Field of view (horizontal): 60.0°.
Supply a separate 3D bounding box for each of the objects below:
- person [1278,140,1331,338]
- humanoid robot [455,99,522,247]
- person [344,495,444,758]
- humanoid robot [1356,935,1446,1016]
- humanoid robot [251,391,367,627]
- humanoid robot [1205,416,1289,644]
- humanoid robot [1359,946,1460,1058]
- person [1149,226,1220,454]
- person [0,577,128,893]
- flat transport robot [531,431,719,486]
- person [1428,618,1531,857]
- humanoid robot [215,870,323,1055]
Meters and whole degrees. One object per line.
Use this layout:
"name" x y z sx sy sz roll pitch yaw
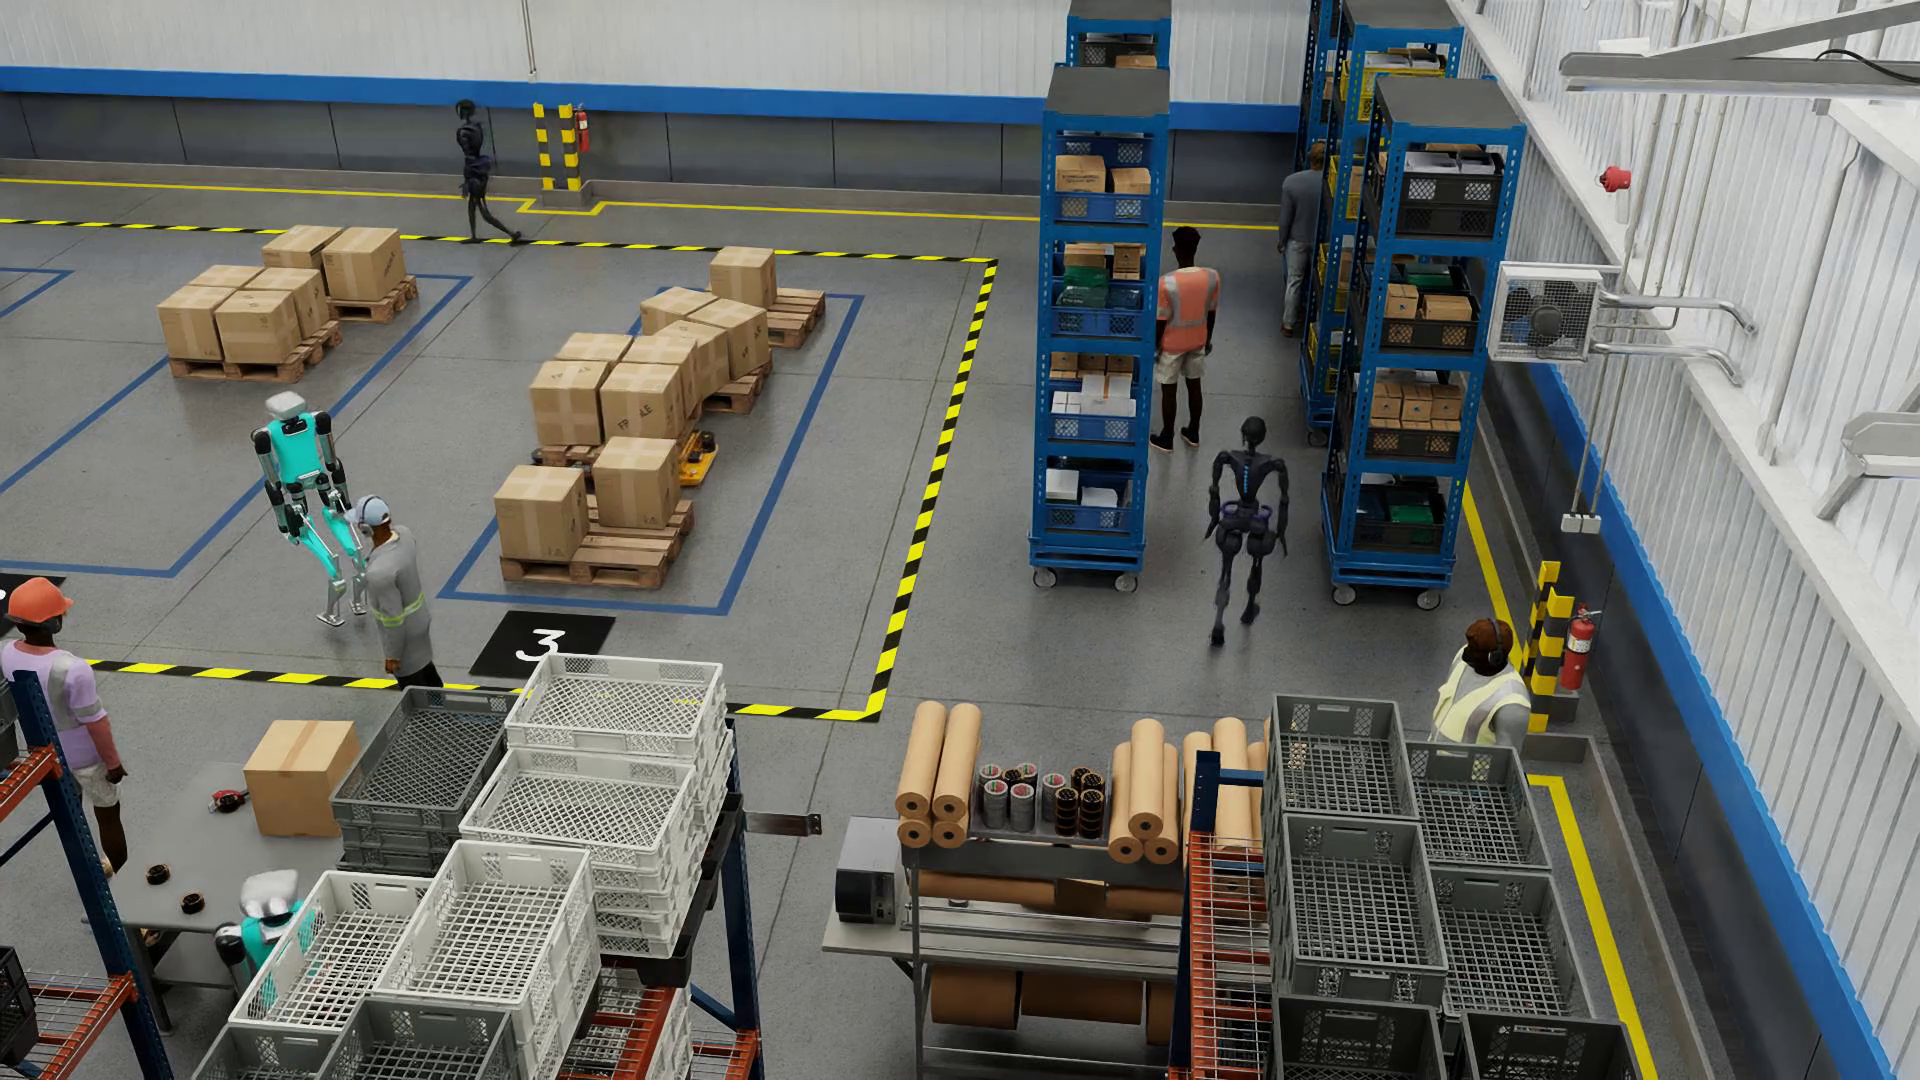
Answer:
"person" 3.351 -2.867 15.938 0.628 1.938 0.369 5 31 9
"humanoid robot" -5.238 -3.995 18.184 0.733 1.654 0.607 -1 30 -2
"person" -3.435 0.546 10.164 0.397 1.849 0.591 -1 30 -2
"humanoid robot" 2.199 2.073 7.691 0.531 1.781 0.982 24 38 35
"humanoid robot" -4.332 -0.151 11.336 0.533 1.681 0.735 -25 38 -36
"humanoid robot" 1.956 -0.064 11.404 0.589 1.638 0.670 10 32 17
"humanoid robot" 2.014 2.335 7.291 0.615 1.635 0.613 23 37 33
"person" 1.842 -1.659 13.838 0.611 1.961 0.363 -13 33 -21
"person" -4.797 1.102 9.033 0.600 2.036 0.391 9 31 15
"flat transport robot" -2.795 -0.721 13.884 1.431 0.197 0.652 3 30 6
"person" 2.743 1.215 9.023 0.429 1.842 0.632 -7 31 -11
"humanoid robot" -3.000 2.090 7.667 0.531 1.802 0.799 -11 32 -18
